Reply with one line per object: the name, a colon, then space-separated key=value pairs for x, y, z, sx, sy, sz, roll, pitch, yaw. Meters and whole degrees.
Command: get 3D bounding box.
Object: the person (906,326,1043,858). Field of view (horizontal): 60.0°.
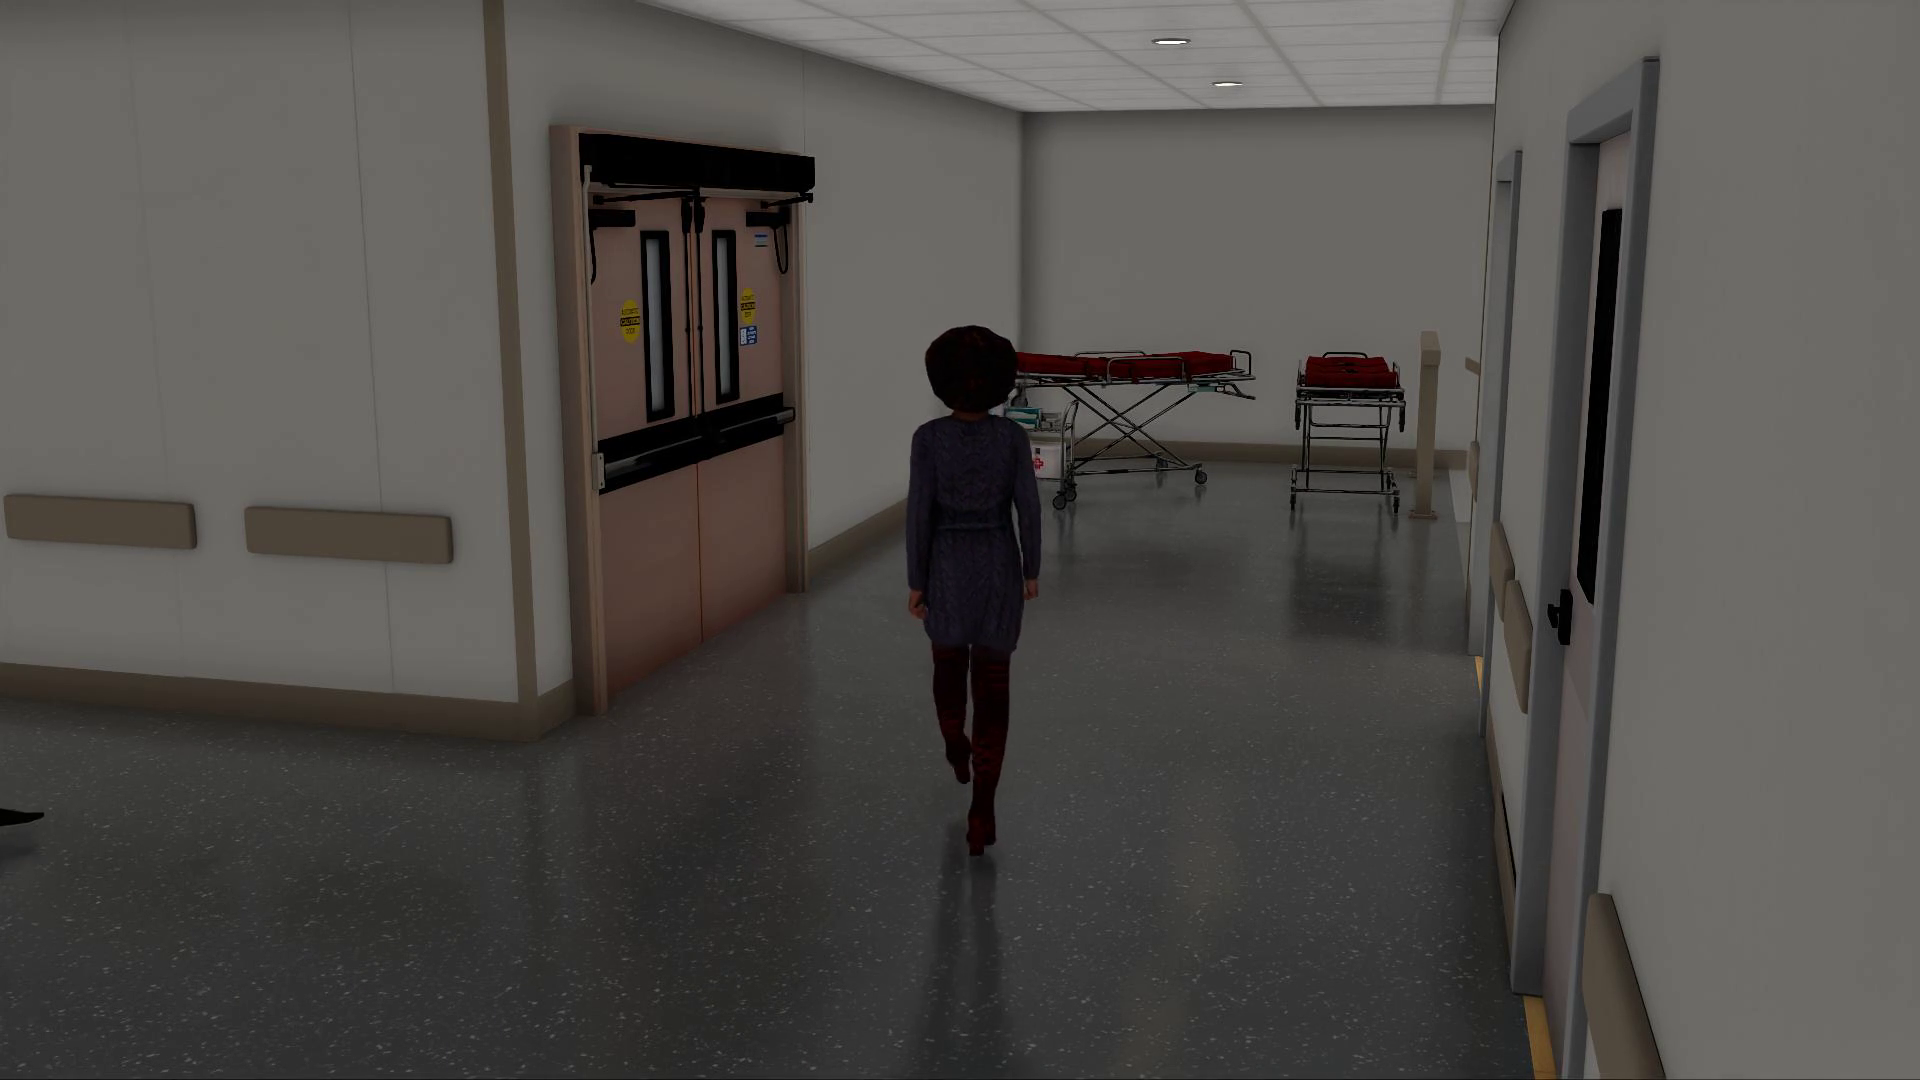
person: x=0.044 y=0.190 z=5.377 sx=0.734 sy=1.676 sz=1.125 roll=1 pitch=11 yaw=4
